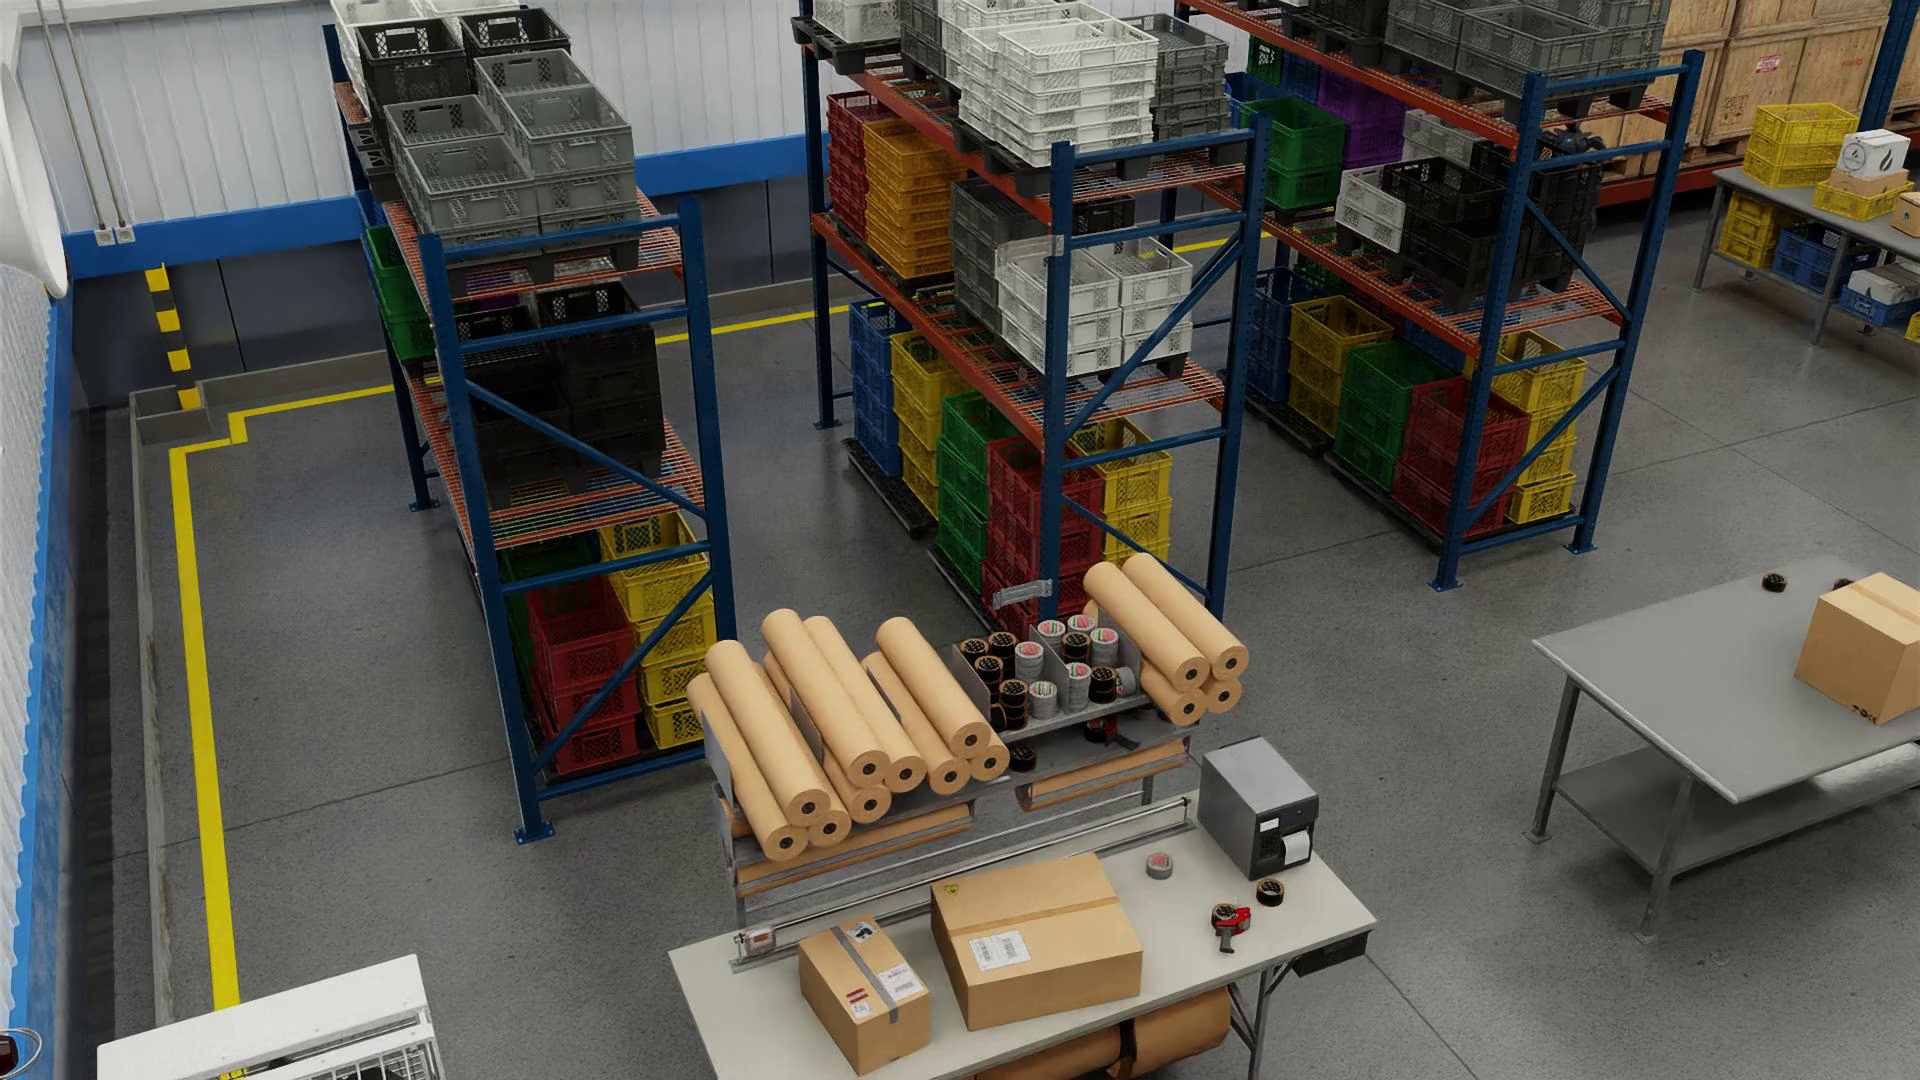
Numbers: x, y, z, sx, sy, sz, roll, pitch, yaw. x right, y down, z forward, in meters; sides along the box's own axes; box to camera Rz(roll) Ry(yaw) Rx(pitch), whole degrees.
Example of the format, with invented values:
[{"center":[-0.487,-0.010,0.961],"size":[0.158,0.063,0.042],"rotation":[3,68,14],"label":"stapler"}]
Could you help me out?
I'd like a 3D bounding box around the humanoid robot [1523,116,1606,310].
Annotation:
[{"center":[4.649,-2.600,12.846],"size":[0.595,1.647,0.331],"rotation":[17,35,25],"label":"humanoid robot"}]
